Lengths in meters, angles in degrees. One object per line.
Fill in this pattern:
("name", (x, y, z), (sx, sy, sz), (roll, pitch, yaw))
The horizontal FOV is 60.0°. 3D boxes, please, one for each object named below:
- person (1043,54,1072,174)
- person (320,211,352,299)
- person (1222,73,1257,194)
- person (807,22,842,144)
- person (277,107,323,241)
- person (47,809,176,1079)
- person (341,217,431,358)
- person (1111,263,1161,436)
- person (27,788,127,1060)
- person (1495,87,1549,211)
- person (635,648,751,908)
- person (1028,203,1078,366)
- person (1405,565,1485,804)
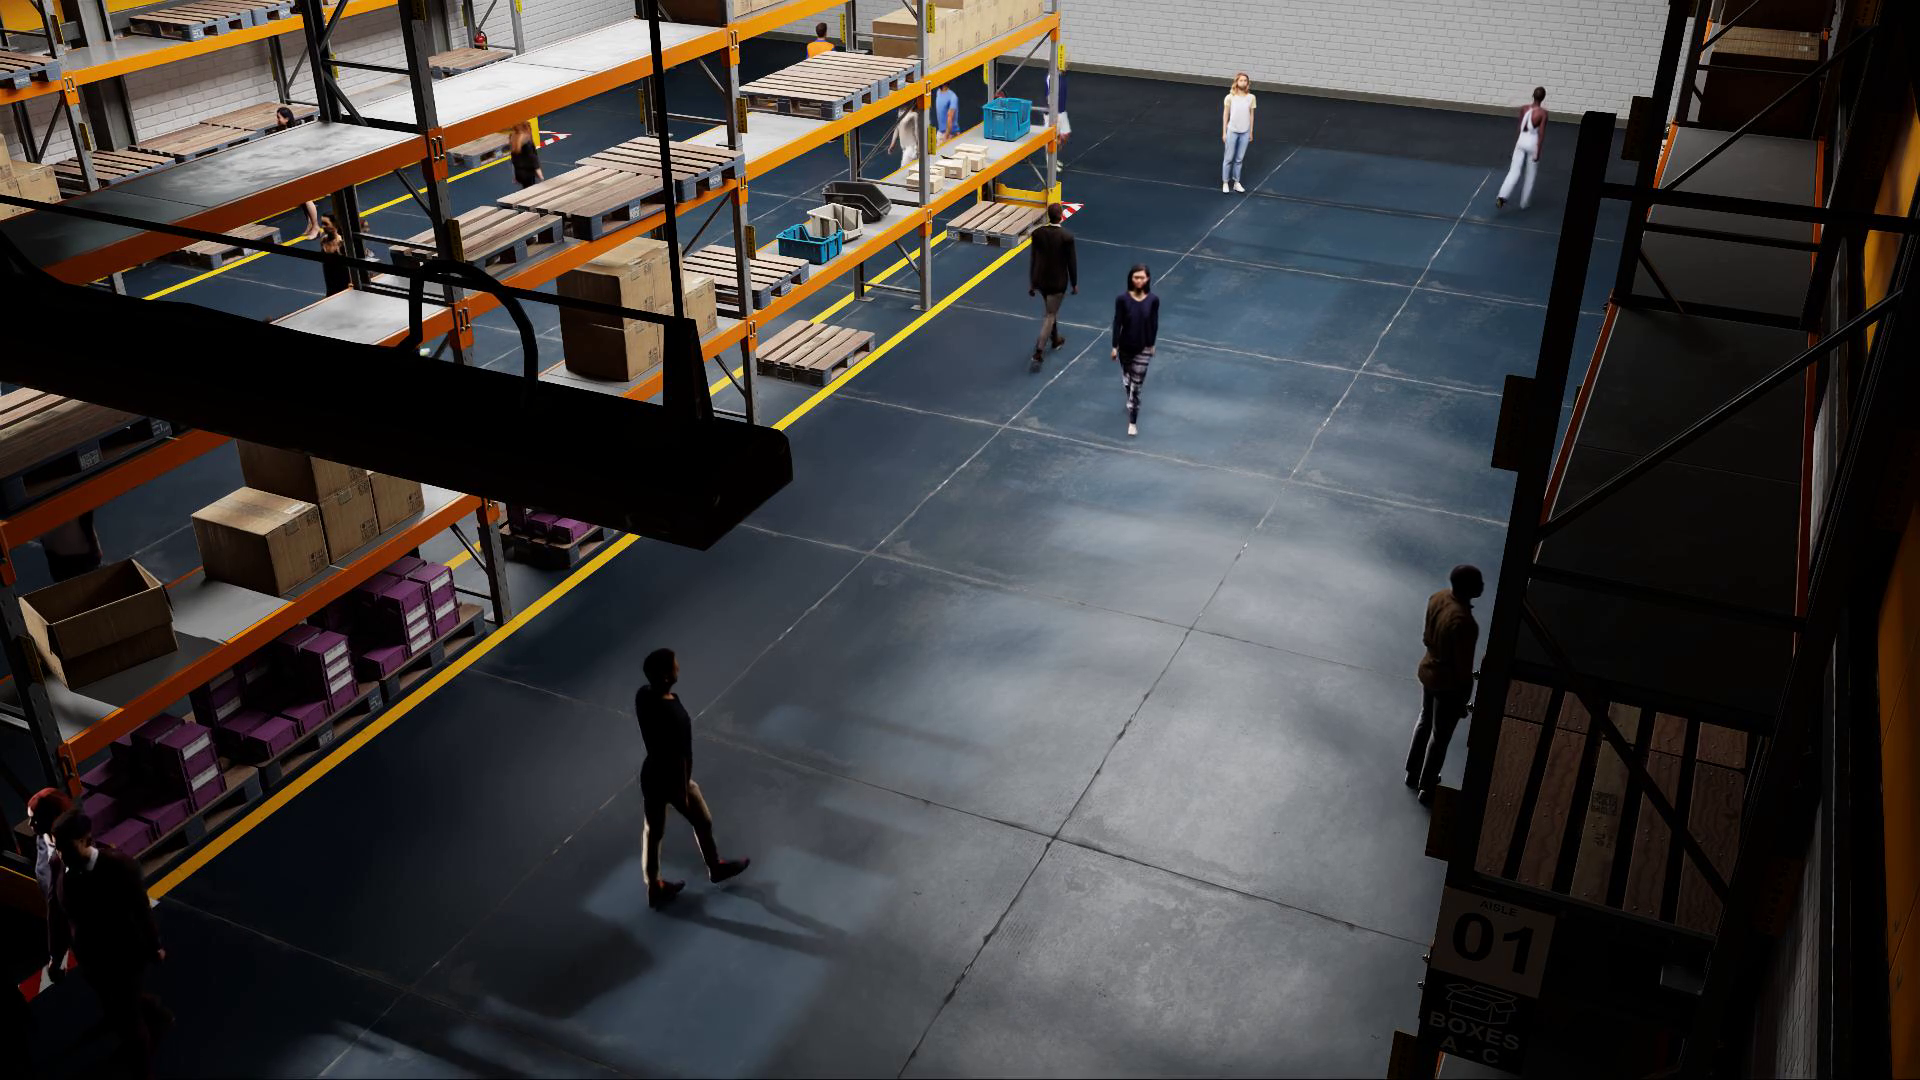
("person", (1.358, -6.433, 24.967), (0.795, 1.818, 0.715), (22, 36, 35))
("person", (-6.819, -2.803, 18.407), (0.576, 1.728, 0.532), (11, 31, 19))
("person", (4.016, -5.902, 24.092), (0.712, 1.723, 0.736), (-5, 29, -9))
("person", (-2.175, -7.294, 26.497), (0.730, 1.864, 0.660), (7, 29, 13))
("person", (-8.845, -4.897, 22.202), (0.798, 1.769, 0.775), (-19, 34, -30))
("person", (-4.648, 2.195, 9.126), (0.839, 1.841, 1.076), (5, 29, 9))
("person", (-6.509, -2.620, 18.047), (1.171, 1.750, 0.962), (-17, 33, -28))
("person", (1.778, -2.017, 17.006), (0.855, 1.689, 1.181), (3, 29, 5))
("person", (-4.905, 2.129, 9.311), (0.609, 1.780, 0.530), (17, 33, 28))
("person", (7.827, -5.385, 23.105), (1.096, 1.761, 0.826), (-25, 37, -38))
("person", (-1.895, 1.527, 10.358), (1.051, 1.835, 0.900), (-23, 36, -36))
("person", (0.972, -2.782, 18.339), (0.688, 1.756, 1.181), (14, 32, 24))
("person", (3.321, 0.968, 11.392), (0.861, 1.825, 0.735), (-4, 29, -8))
